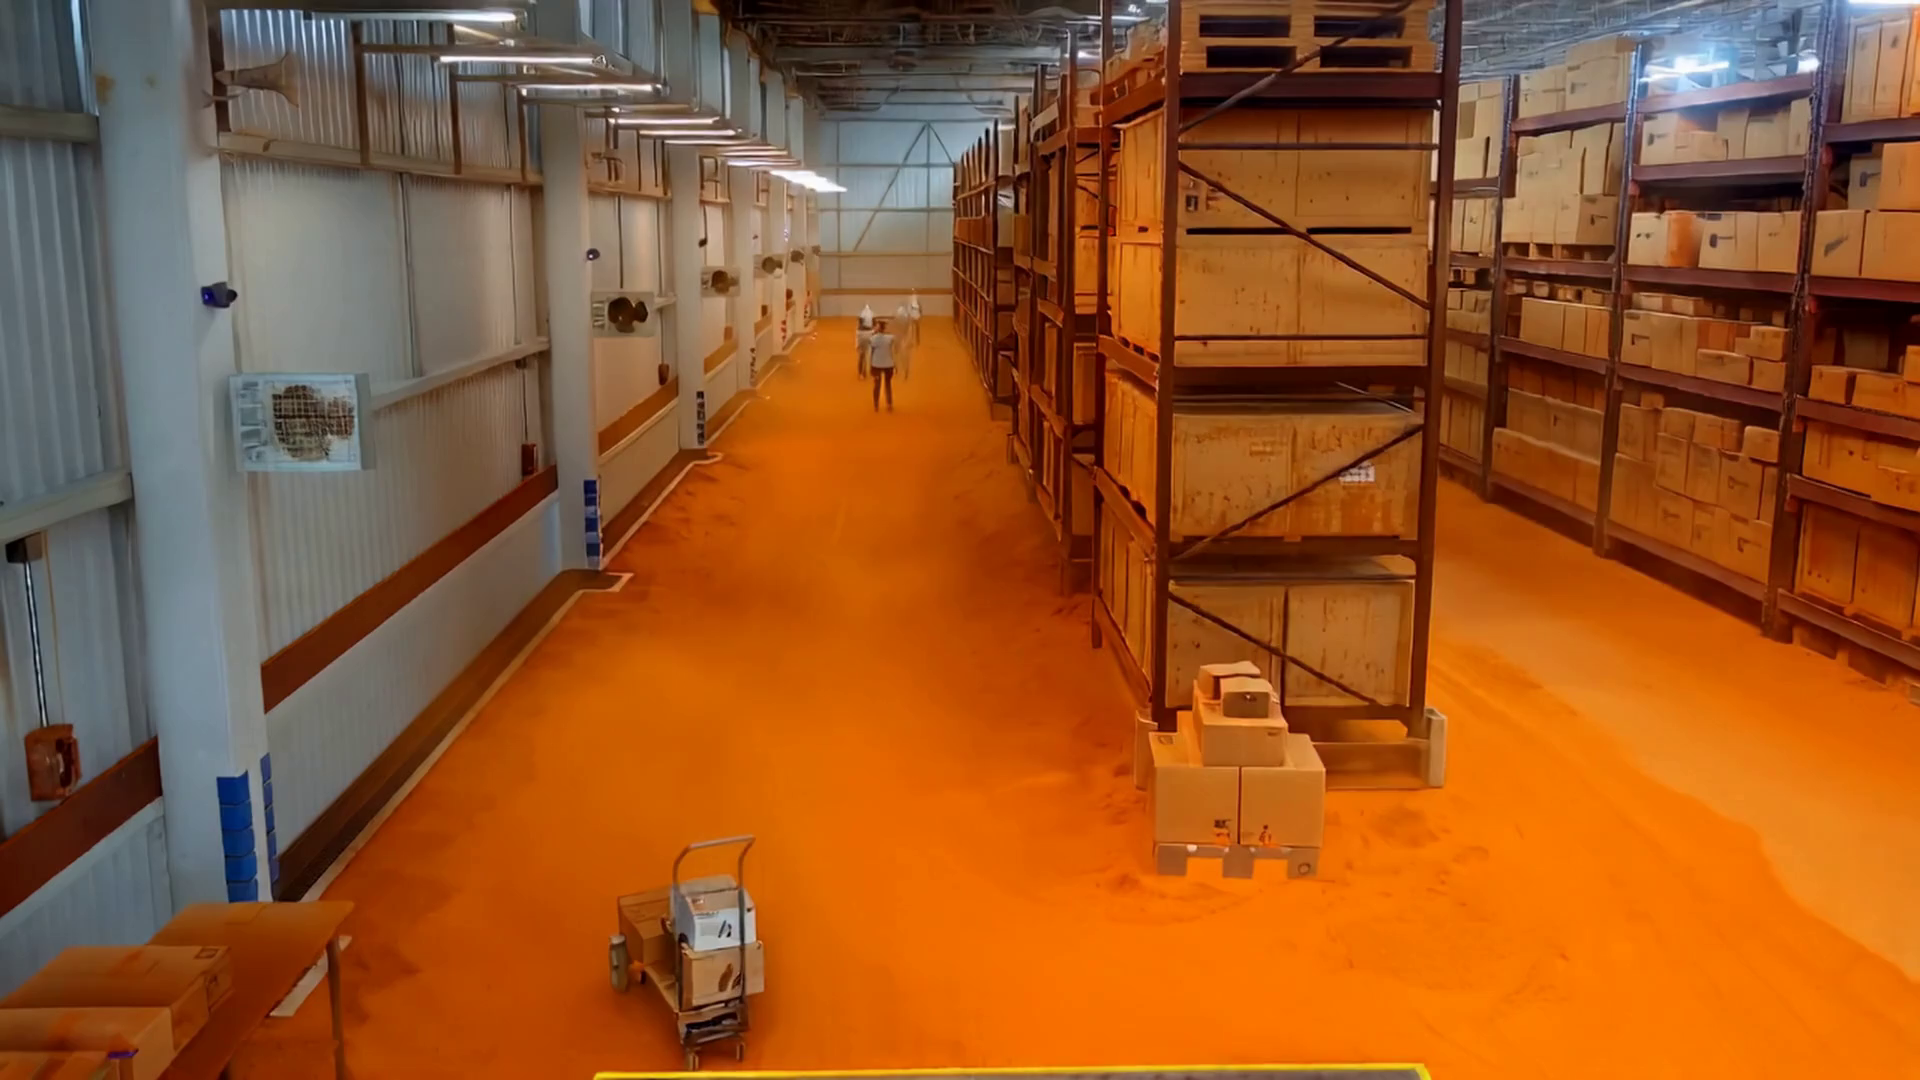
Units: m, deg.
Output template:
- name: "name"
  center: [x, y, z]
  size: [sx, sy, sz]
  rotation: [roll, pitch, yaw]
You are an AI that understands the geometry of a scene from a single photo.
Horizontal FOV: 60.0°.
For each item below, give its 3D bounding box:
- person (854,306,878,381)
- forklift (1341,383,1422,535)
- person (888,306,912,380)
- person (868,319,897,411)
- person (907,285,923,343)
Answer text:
- name: "person"
  center: [-2.402, -5.026, 42.550]
  size: [0.598, 1.907, 0.405]
  rotation: [-2, 11, -8]
- name: "forklift"
  center: [5.412, -1.519, 21.754]
  size: [1.129, 2.768, 1.873]
  rotation: [0, 11, -2]
- name: "person"
  center: [-1.556, -5.104, 43.006]
  size: [0.655, 1.886, 0.800]
  rotation: [-3, 11, -17]
- name: "person"
  center: [-1.664, -3.755, 35.729]
  size: [0.619, 1.986, 0.410]
  rotation: [-3, 11, -16]
- name: "person"
  center: [-1.511, -7.577, 55.787]
  size: [0.563, 1.909, 0.691]
  rotation: [0, 11, 0]
